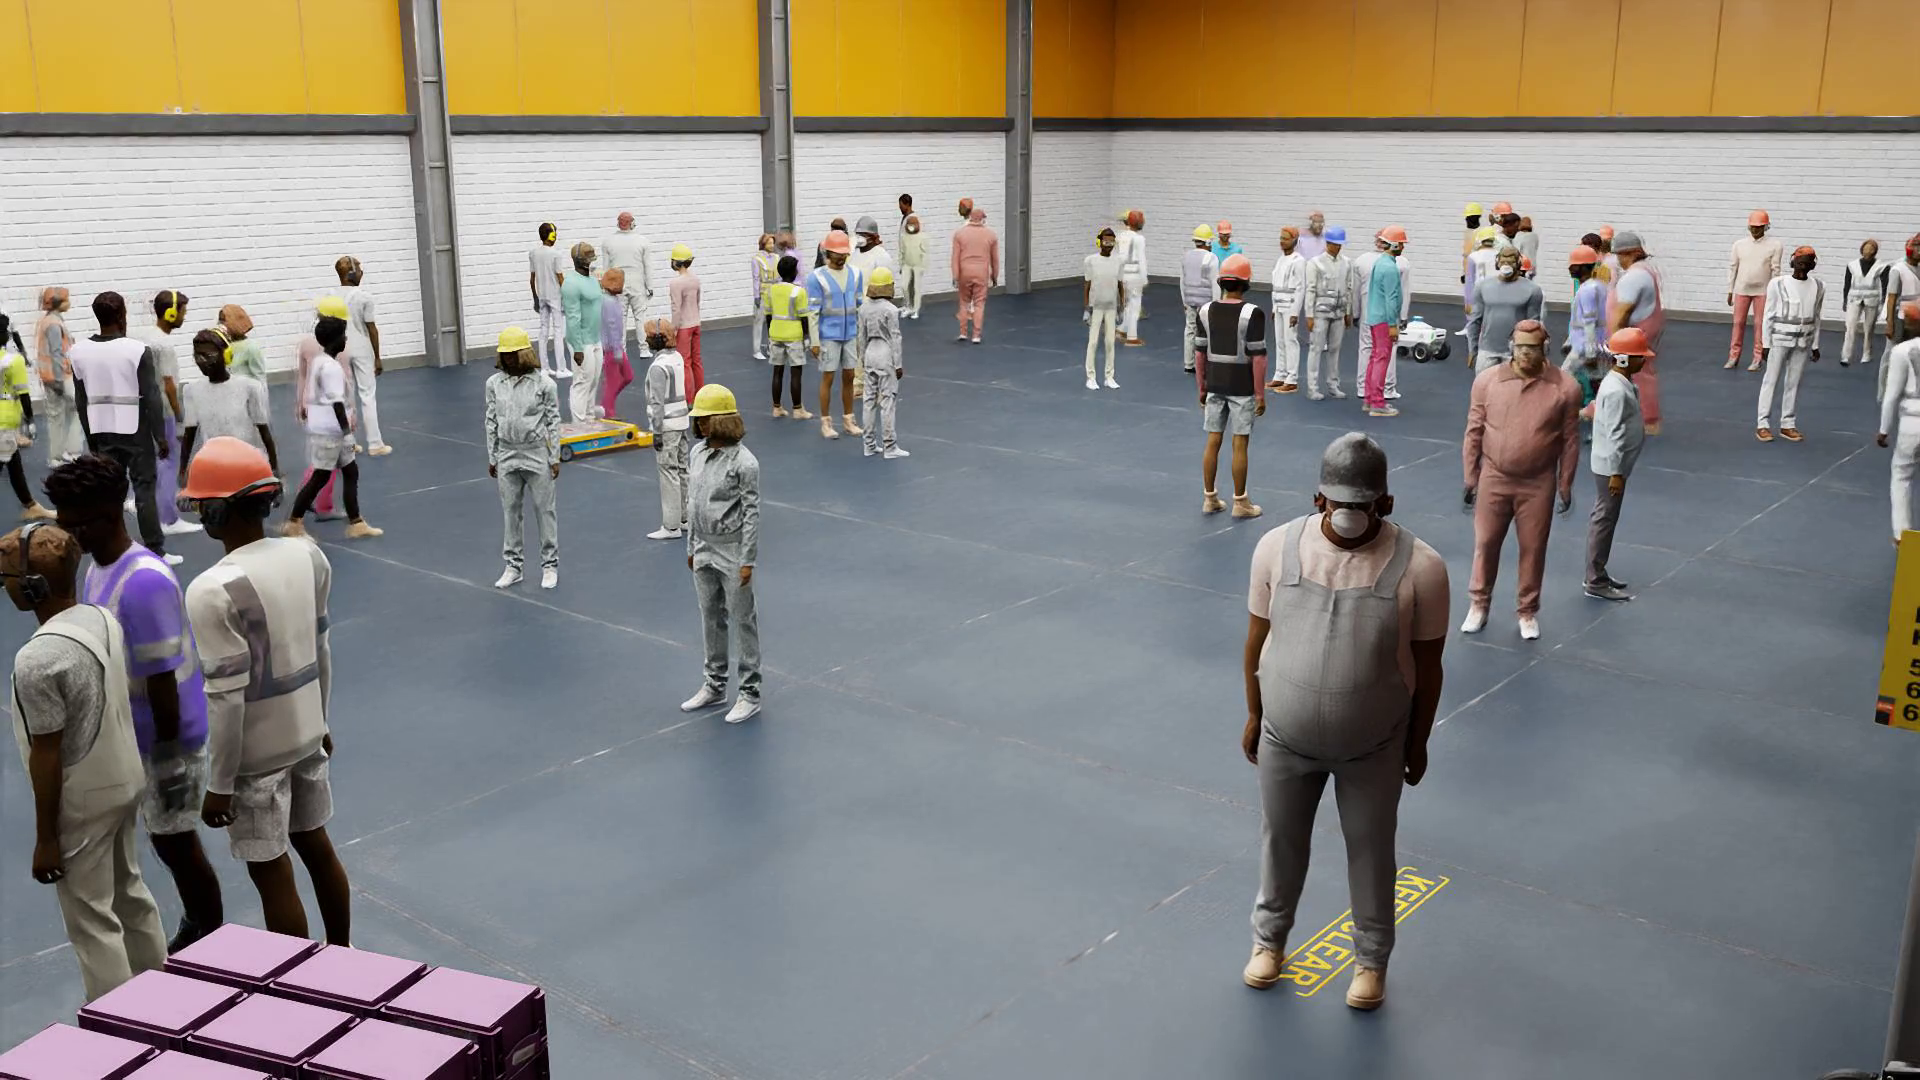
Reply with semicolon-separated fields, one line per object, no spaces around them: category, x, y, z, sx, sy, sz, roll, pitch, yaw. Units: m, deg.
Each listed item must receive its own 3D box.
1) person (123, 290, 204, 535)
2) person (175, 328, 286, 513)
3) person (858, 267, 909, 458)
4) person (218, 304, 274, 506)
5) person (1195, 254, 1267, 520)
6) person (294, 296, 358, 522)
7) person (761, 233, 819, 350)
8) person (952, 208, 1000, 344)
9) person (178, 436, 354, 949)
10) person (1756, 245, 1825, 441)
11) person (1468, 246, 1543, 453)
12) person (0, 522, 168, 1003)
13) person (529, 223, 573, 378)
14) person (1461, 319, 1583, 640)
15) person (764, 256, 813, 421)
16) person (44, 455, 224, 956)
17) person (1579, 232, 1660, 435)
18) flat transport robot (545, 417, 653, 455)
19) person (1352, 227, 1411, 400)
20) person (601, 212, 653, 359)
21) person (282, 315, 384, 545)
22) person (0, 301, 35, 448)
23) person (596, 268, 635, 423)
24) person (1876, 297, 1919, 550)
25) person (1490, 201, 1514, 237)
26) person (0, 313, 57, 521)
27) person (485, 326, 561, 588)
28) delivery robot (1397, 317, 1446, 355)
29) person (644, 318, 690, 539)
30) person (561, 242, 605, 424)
person;-5.870;-0.922;12.262;0.514;1.836;0.571;-10;17;-36
person;-4.417;-0.333;9.920;0.568;1.828;0.903;2;14;8
person;-0.713;-1.625;15.269;0.484;1.746;0.287;11;18;38
person;-5.686;-1.057;13.222;0.501;1.633;0.282;9;17;33
person;2.104;-1.180;12.877;0.605;2.048;0.366;11;18;38
person;-4.852;-1.005;12.806;0.552;1.733;0.457;10;17;35
person;-2.317;-3.329;22.410;0.884;1.570;0.524;1;14;3
person;0.221;-3.695;23.300;0.664;1.865;0.716;1;14;2
person;-2.310;0.668;5.500;0.391;2.040;0.615;3;14;13
person;8.013;-1.891;16.045;0.572;1.886;0.354;-1;14;-3
person;4.965;-1.716;15.239;0.630;1.940;0.372;6;15;22
person;-2.752;0.841;5.240;0.341;1.839;0.501;-1;14;-4
person;-4.942;-2.890;20.082;0.518;1.865;0.328;6;15;23
person;3.307;-0.357;9.873;0.651;1.905;0.403;6;15;21
person;-1.774;-2.082;17.187;0.540;1.697;0.317;8;16;30
person;-2.809;0.663;5.726;0.424;1.949;0.700;-12;19;-40
person;6.564;-2.085;16.505;0.981;2.000;0.737;7;16;27
flat transport robot;-3.604;-0.941;15.521;0.652;0.197;1.431;12;18;40
person;4.679;-2.514;18.494;0.644;1.907;0.399;8;16;29
person;-4.314;-3.312;21.681;0.651;1.906;0.401;-1;14;-3
person;-4.637;-0.783;12.080;0.701;1.658;0.627;-7;16;-27
person;-9.032;-1.697;15.689;0.699;1.666;0.566;3;14;11
person;-3.452;-1.915;16.678;0.340;1.617;0.500;0;14;-1
person;6.807;-0.790;11.720;0.610;1.850;0.448;0;14;2
person;7.287;-3.587;22.597;0.375;1.997;0.608;13;19;41
person;-7.301;-0.878;12.498;0.552;1.653;0.832;6;15;23
person;-2.864;-0.534;10.911;0.491;1.743;0.324;1;14;5
delivery robot;5.940;-2.657;21.615;0.477;0.478;0.707;-12;18;-39
person;-2.153;-0.819;12.278;0.313;1.634;0.514;2;14;8
person;-3.538;-1.847;15.763;0.371;1.940;0.630;2;14;7
